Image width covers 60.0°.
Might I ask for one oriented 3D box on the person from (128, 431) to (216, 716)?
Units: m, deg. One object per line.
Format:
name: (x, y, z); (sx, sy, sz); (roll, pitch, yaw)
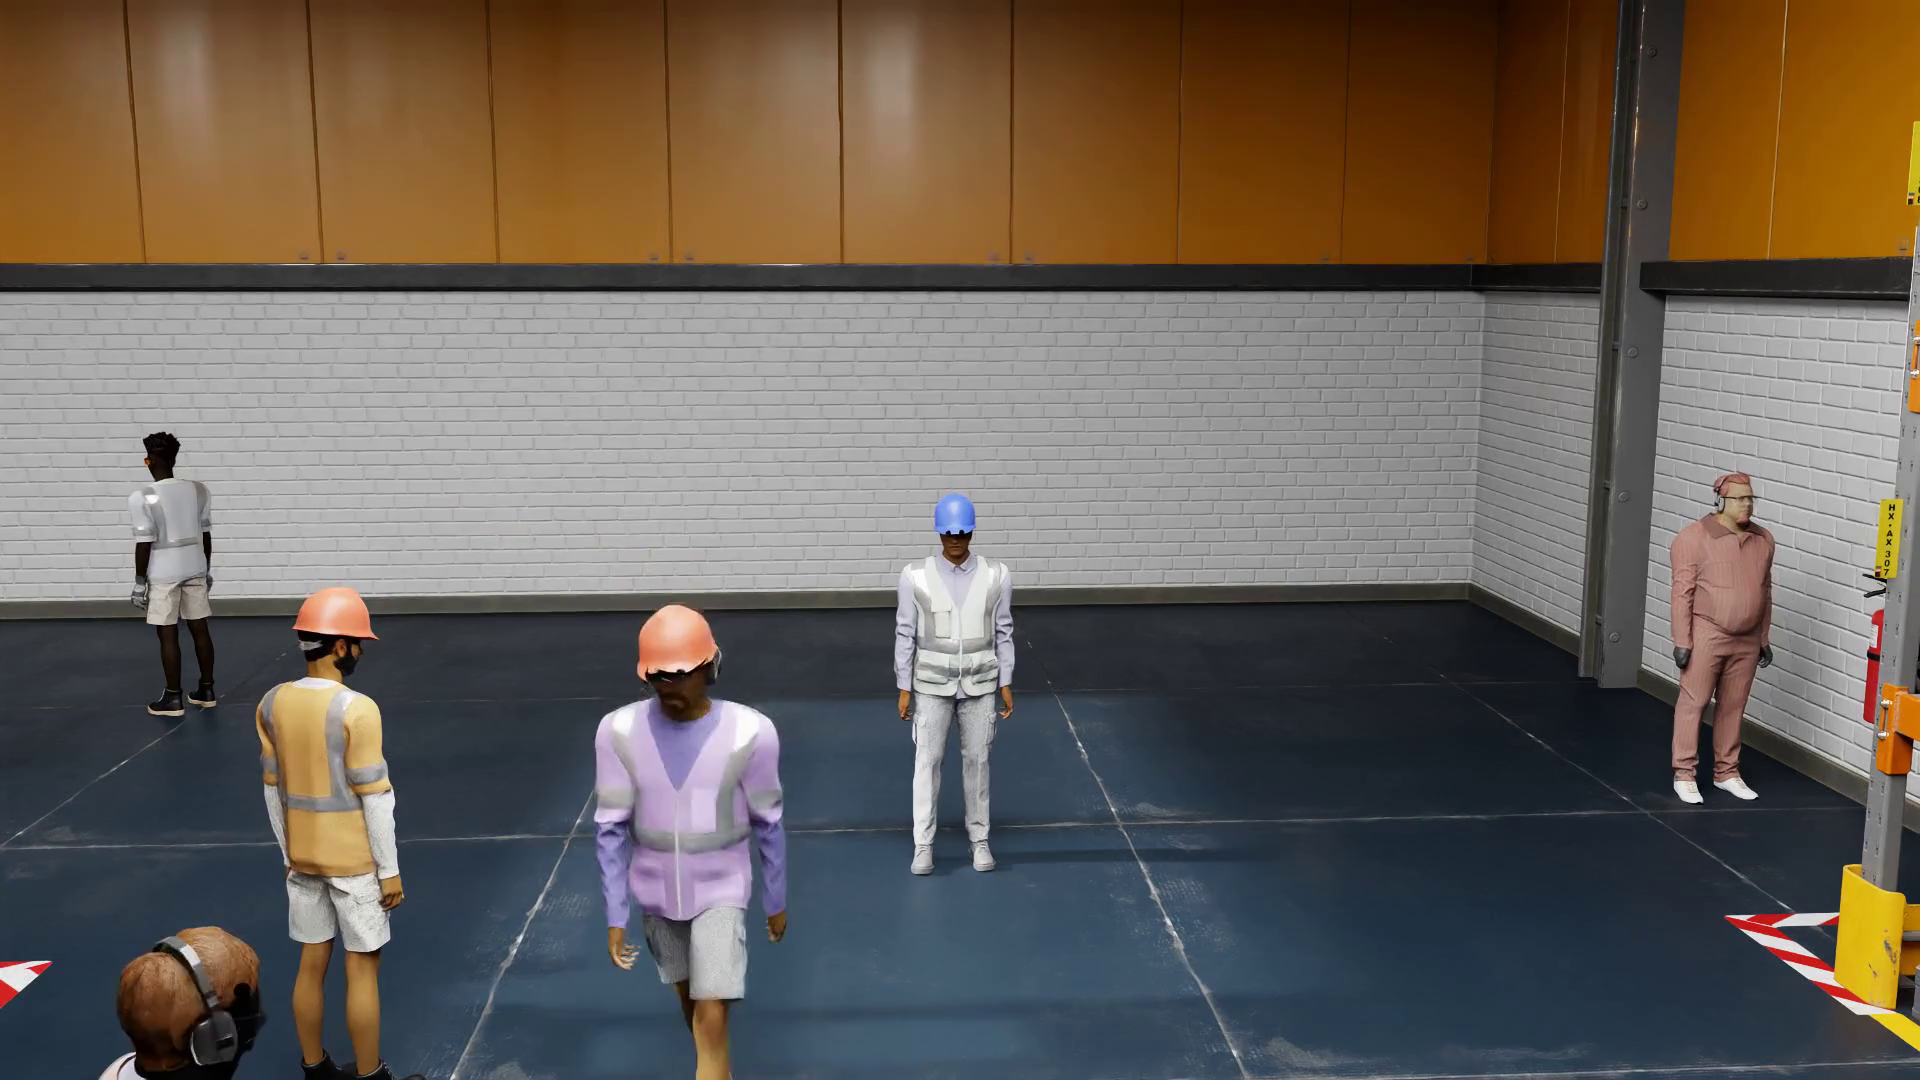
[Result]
person: (-5.440, 0.231, 11.498); (0.368, 1.966, 0.600); (5, 10, 29)

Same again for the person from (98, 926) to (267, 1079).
person: (-1.386, 1.622, 3.148); (0.429, 1.846, 0.631); (-8, 12, -40)

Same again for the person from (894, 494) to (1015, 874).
person: (-0.024, 0.728, 8.435); (0.617, 1.946, 0.397); (-1, 9, -8)

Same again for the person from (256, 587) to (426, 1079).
person: (-2.231, 1.126, 6.003); (0.542, 1.927, 0.374); (4, 10, 24)

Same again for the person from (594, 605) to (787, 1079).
person: (-0.895, 1.178, 5.538); (0.599, 1.979, 1.103); (1, 9, 6)

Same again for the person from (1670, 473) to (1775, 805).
person: (4.402, 0.564, 9.582); (0.643, 1.913, 0.410); (-2, 9, -13)
